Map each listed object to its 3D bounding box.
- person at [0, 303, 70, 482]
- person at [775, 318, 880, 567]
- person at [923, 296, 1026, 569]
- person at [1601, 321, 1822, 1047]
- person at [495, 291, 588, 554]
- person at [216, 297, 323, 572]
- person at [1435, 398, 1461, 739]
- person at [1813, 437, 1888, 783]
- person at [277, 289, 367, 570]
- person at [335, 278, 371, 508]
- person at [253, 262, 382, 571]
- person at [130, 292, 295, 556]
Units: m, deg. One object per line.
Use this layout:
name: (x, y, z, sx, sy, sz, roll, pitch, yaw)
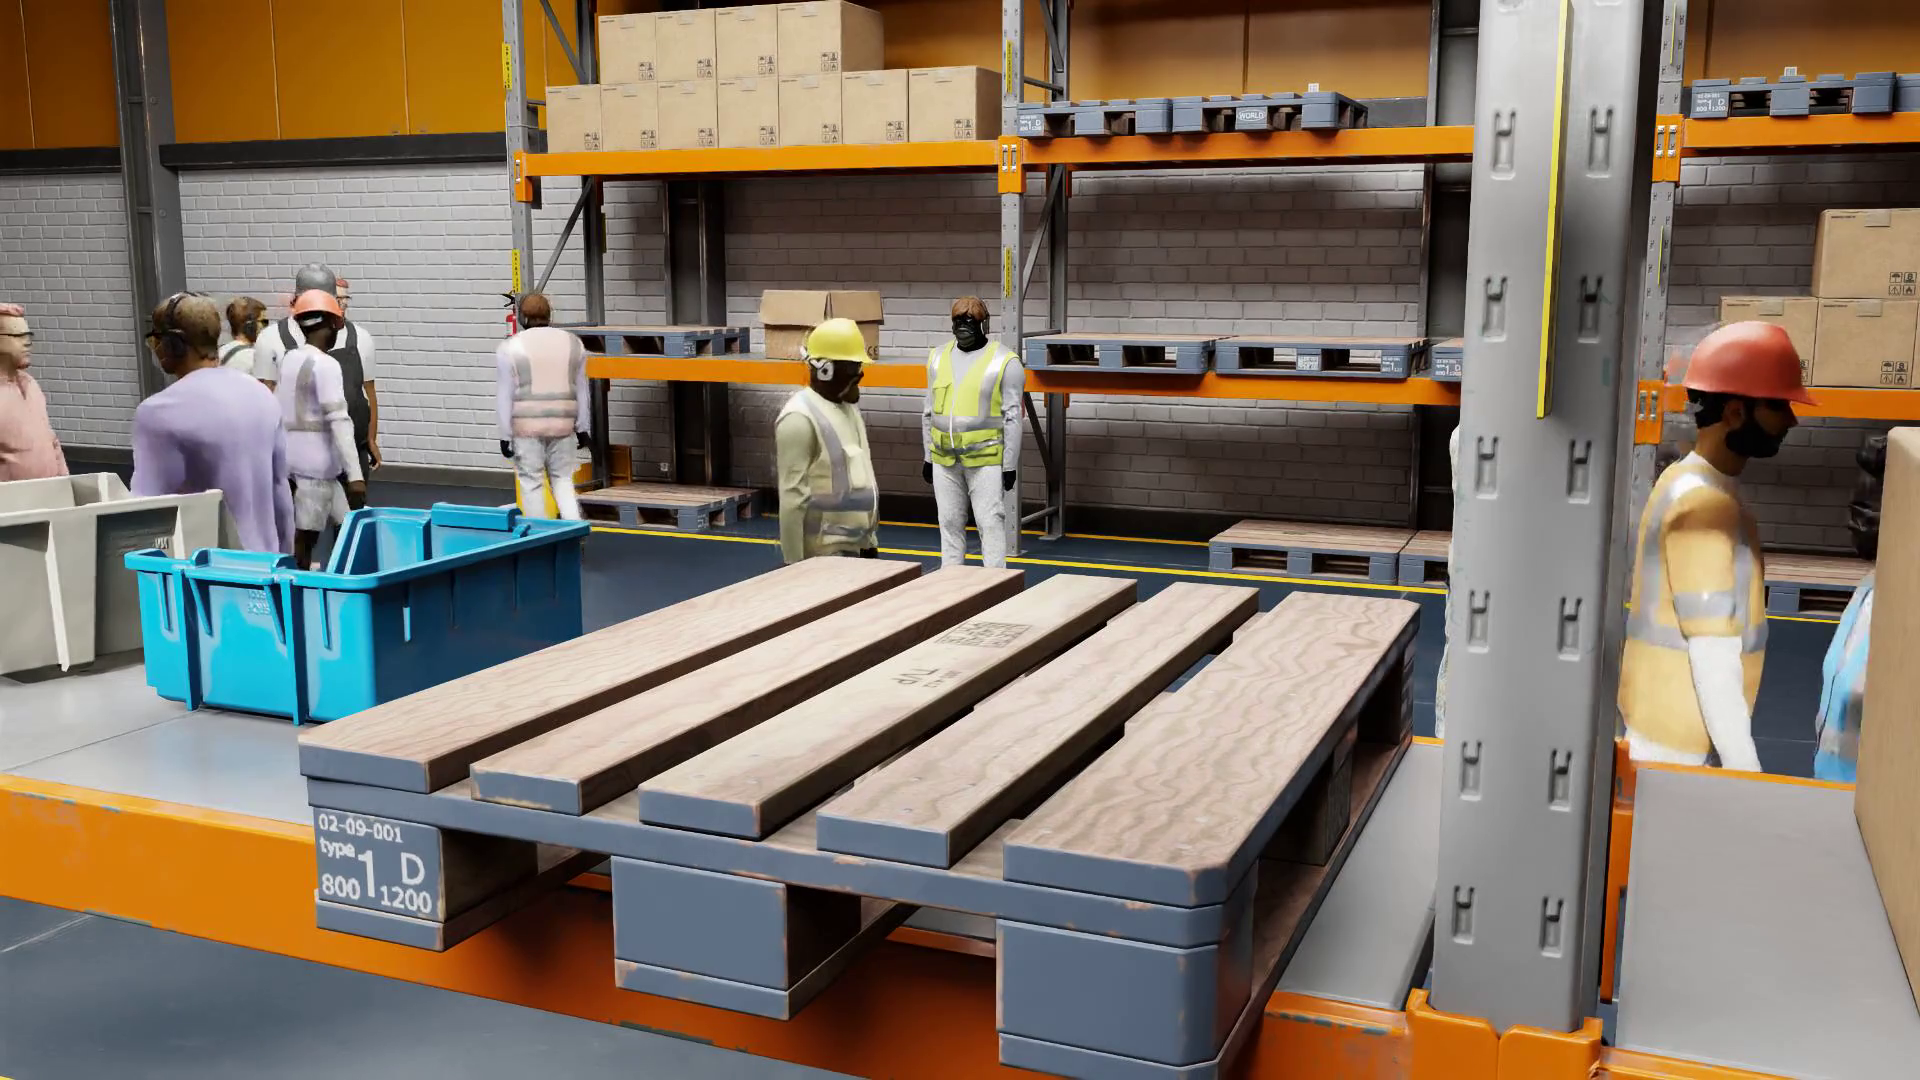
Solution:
person: (-4.260, -0.127, 7.435, 1.043, 1.857, 0.653, -1, 10, -5)
person: (-0.499, -0.009, 6.860, 0.769, 1.800, 0.614, 3, 10, 17)
person: (0.056, -0.459, 9.462, 0.625, 1.837, 0.428, 5, 11, 29)
person: (1.791, 0.419, 4.056, 0.957, 1.890, 0.555, 5, 11, 28)
person: (-2.786, -0.737, 11.106, 0.645, 1.832, 0.505, -7, 12, -34)
person: (-4.222, -0.555, 10.086, 0.502, 1.807, 0.863, 9, 13, 42)
person: (2.053, 0.089, 6.430, 0.294, 1.744, 0.487, 8, 13, 41)
person: (1.952, 0.614, 3.437, 0.424, 1.684, 0.550, 3, 10, 15)
person: (-3.323, -0.384, 8.858, 0.891, 1.866, 0.692, -7, 12, -38)
person: (-4.953, -1.131, 13.269, 0.403, 1.899, 0.652, 0, 9, 2)
person: (-3.648, -0.580, 9.550, 0.674, 2.000, 0.535, -6, 11, -32)
person: (-2.685, 0.111, 5.771, 0.773, 1.914, 0.662, 2, 10, 11)
